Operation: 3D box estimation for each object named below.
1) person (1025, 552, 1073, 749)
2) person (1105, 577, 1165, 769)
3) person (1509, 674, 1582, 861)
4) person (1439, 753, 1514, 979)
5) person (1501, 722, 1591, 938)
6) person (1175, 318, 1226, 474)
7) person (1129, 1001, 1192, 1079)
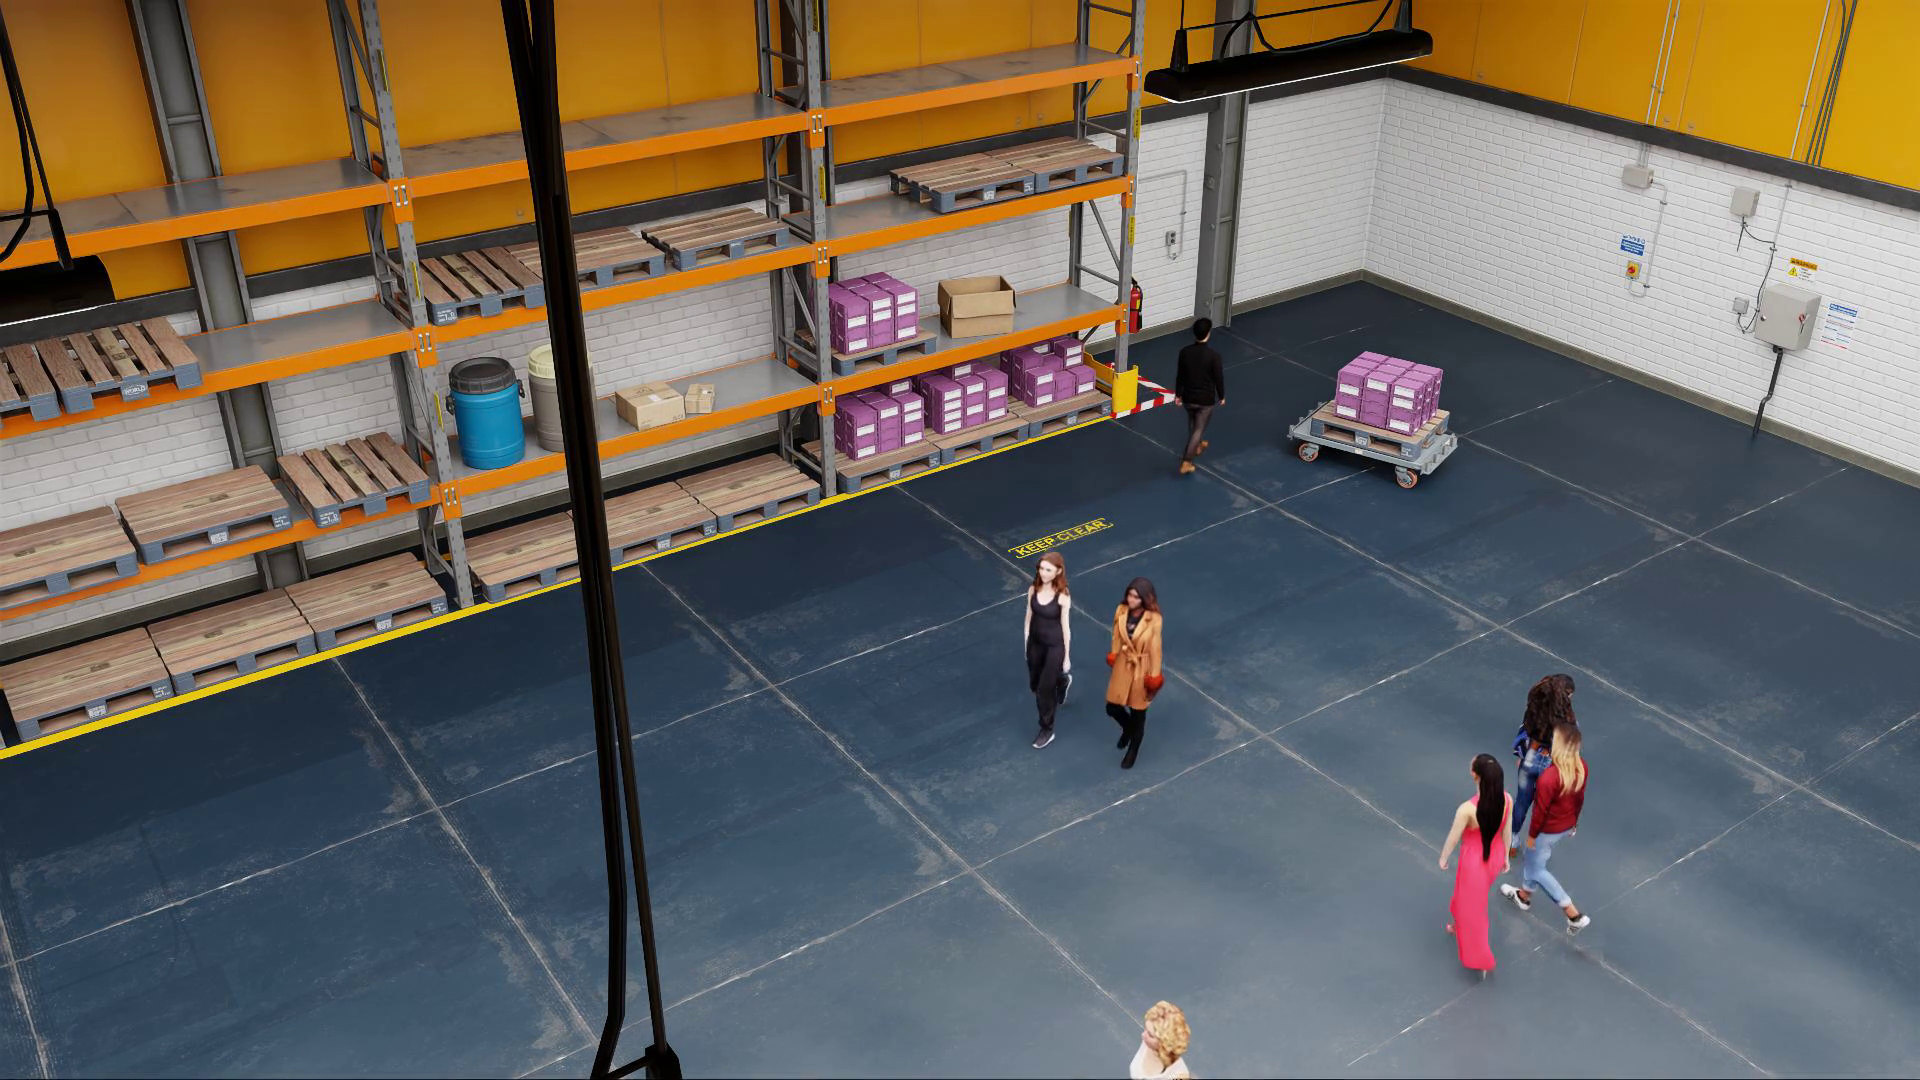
[{"bbox_3d":[0.770,0.829,13.529,0.811,1.730,1.021,17,33,28],"label":"person"},{"bbox_3d":[1.432,1.027,13.187,0.812,1.710,0.816,18,33,29],"label":"person"},{"bbox_3d":[4.255,1.656,12.130,0.671,1.618,0.635,22,35,34],"label":"person"},{"bbox_3d":[3.478,2.218,11.015,0.835,1.700,0.788,-8,30,-15],"label":"person"},{"bbox_3d":[4.136,2.022,11.469,0.906,1.609,0.669,-18,34,-30],"label":"person"},{"bbox_3d":[2.545,-1.514,17.868,0.881,1.688,1.167,19,34,31],"label":"person"},{"bbox_3d":[1.114,3.216,9.217,0.623,1.669,0.654,-10,30,-18],"label":"person"}]
